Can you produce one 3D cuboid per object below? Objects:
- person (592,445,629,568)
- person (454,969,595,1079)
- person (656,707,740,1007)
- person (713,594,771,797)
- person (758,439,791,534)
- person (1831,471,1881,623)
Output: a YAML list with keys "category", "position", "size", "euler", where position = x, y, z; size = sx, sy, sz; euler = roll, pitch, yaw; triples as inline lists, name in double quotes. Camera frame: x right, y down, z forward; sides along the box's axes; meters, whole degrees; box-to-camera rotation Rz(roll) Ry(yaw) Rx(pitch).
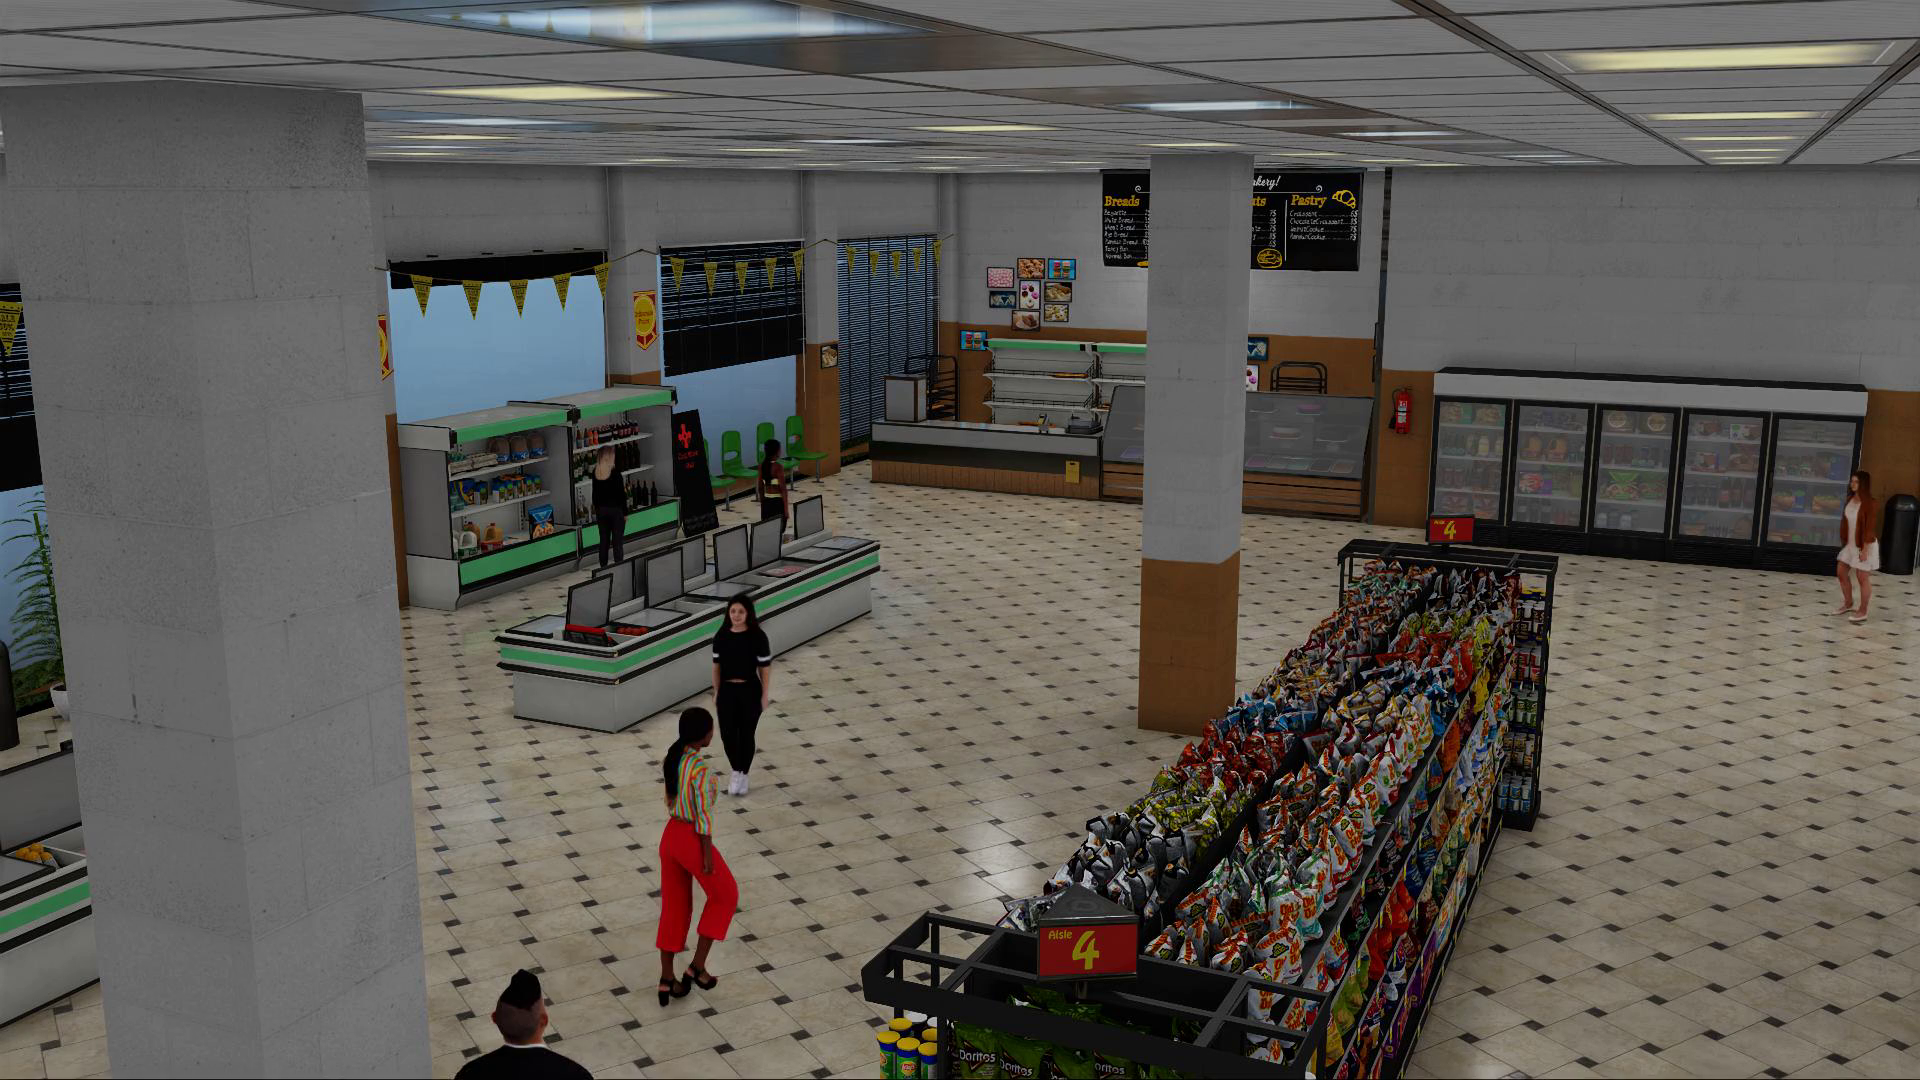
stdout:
- category: "person"
  position: [-4.246, -0.317, 20.156]
  size: [0.610, 1.687, 0.536]
  euler: [5, 13, 21]
- category: "person"
  position: [-1.591, 2.508, 6.110]
  size: [0.842, 1.946, 0.839]
  euler: [1, 12, 3]
- category: "person"
  position: [-1.625, 1.863, 9.601]
  size: [0.720, 1.771, 0.784]
  euler: [8, 15, 35]
- category: "person"
  position: [-1.714, 1.196, 13.111]
  size: [0.712, 1.629, 0.723]
  euler: [0, 12, 1]
- category: "person"
  position: [-2.275, -0.360, 20.197]
  size: [0.593, 1.755, 0.550]
  euler: [8, 14, 34]
- category: "person"
  position: [9.965, 0.070, 18.303]
  size: [0.835, 1.694, 0.770]
  euler: [-3, 12, -12]
